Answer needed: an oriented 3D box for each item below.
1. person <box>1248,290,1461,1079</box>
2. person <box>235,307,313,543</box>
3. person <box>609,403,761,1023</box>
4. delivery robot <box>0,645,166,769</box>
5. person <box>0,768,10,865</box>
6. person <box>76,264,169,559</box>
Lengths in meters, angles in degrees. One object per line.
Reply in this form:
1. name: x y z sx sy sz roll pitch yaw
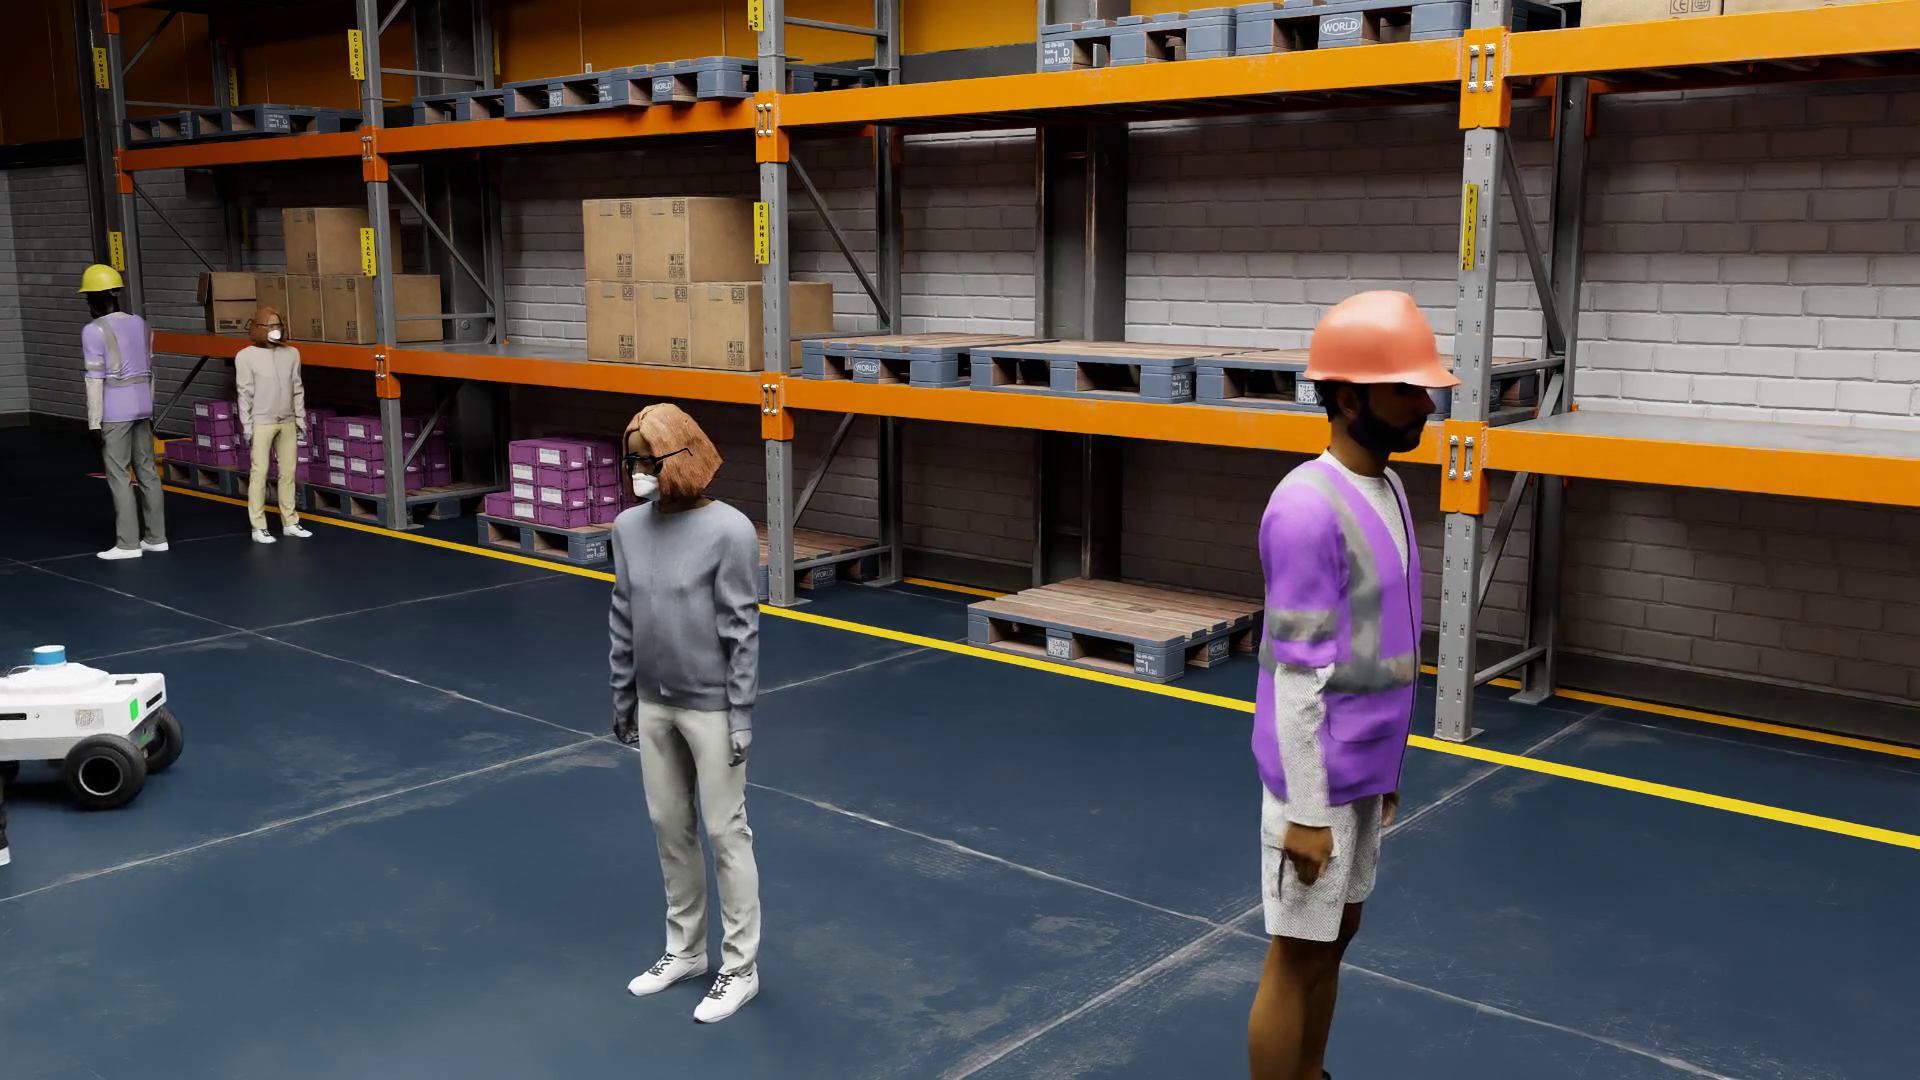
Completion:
1. person: 0.803 0.463 3.438 0.376 1.939 0.547 6 12 30
2. person: -4.740 -0.793 11.484 0.279 1.624 0.492 6 12 32
3. person: -0.739 0.448 4.421 0.504 1.622 0.298 6 12 32
4. delivery robot: -3.343 0.633 6.140 0.707 0.478 0.477 -1 10 -7
5. person: -3.334 0.165 5.229 0.406 1.908 0.590 3 10 15
6. person: -5.492 -0.829 10.863 0.399 1.919 0.592 2 10 14
